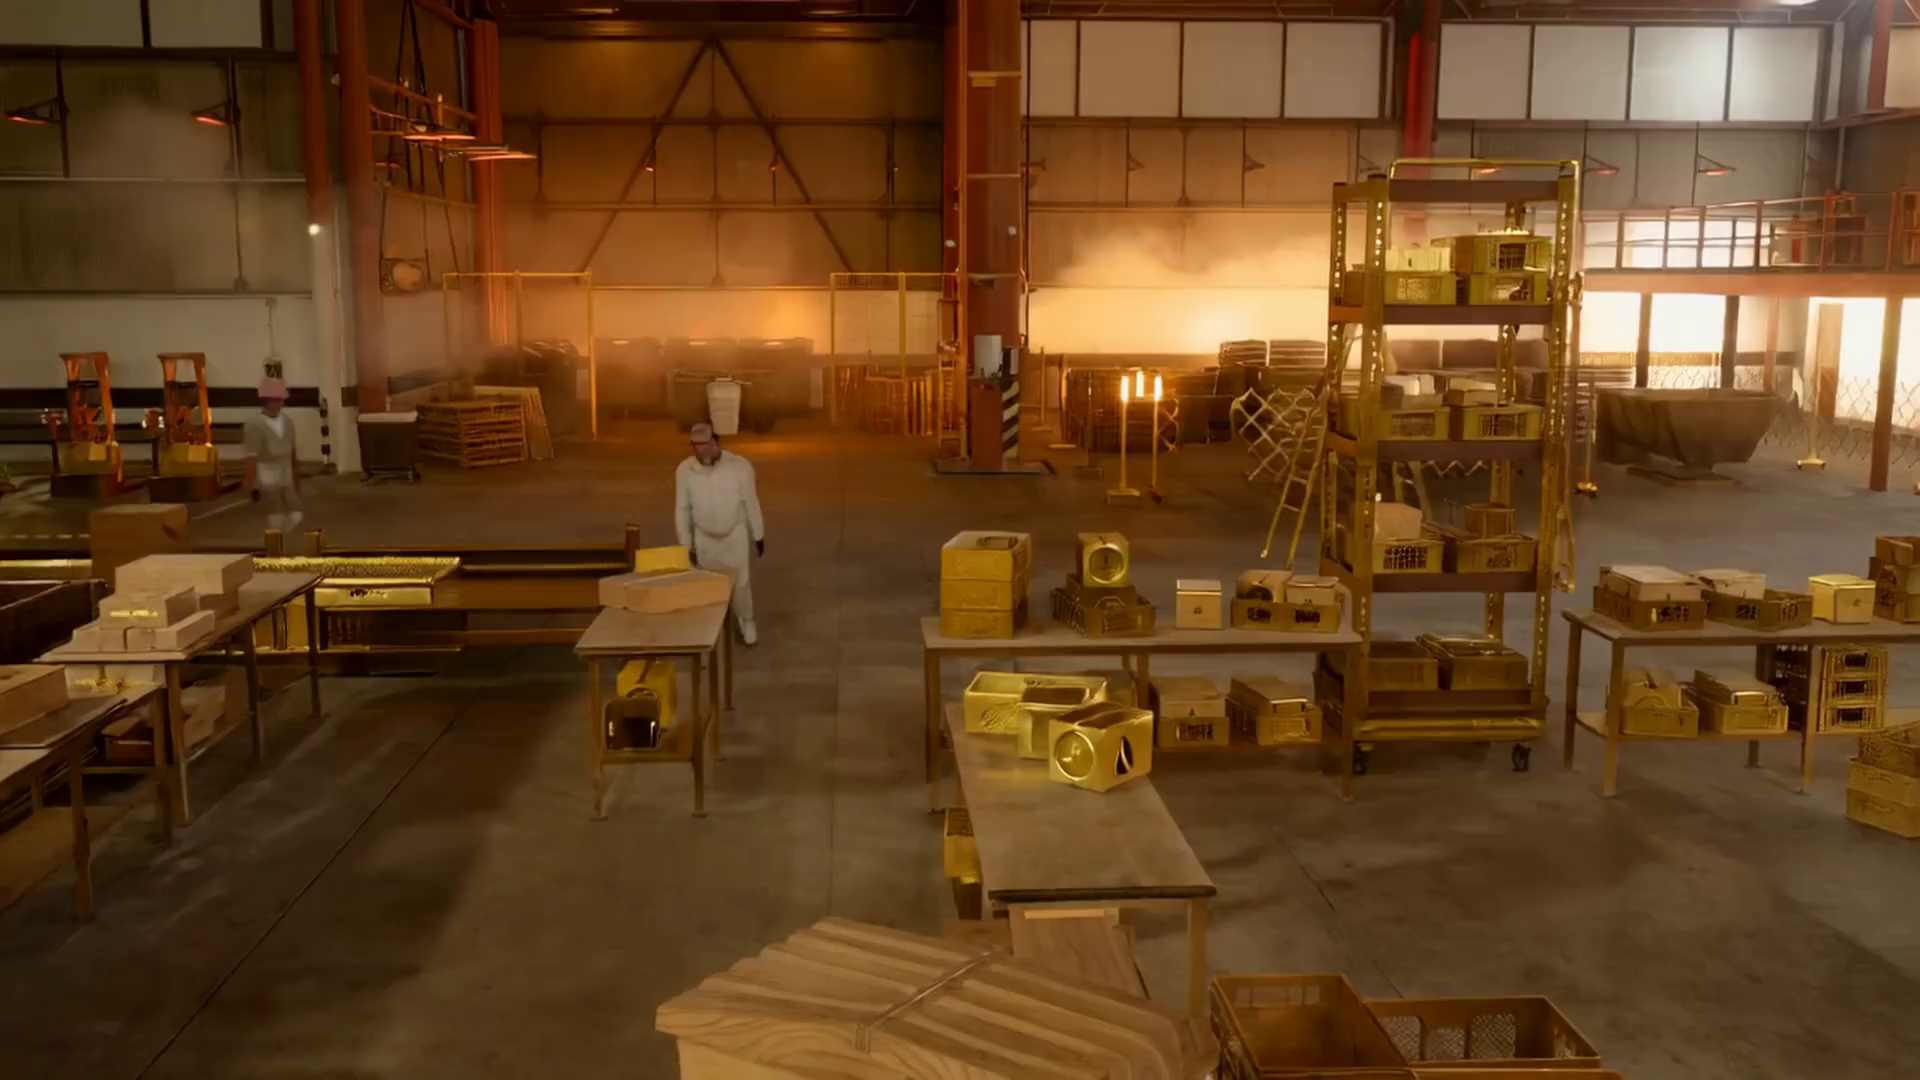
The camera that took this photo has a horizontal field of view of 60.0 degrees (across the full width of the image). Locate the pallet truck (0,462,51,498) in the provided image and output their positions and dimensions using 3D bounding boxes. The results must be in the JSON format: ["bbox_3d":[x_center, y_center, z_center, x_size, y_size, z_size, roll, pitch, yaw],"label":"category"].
[{"bbox_3d":[-13.193,-1.293,23.148,0.653,1.274,1.630,-1,9,-4],"label":"pallet truck"}]

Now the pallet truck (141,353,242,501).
[{"bbox_3d":[-10.520,-1.604,22.925,0.823,1.965,1.885,-1,9,-6],"label":"pallet truck"}]

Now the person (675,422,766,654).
[{"bbox_3d":[-1.929,-0.018,13.346,0.706,1.879,0.423,1,9,4],"label":"person"}]

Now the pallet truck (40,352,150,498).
[{"bbox_3d":[-11.907,-1.642,23.165,0.823,1.965,1.885,0,9,0],"label":"pallet truck"}]

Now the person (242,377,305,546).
[{"bbox_3d":[-6.842,-0.607,16.558,0.533,2.032,0.608,5,10,30],"label":"person"}]
